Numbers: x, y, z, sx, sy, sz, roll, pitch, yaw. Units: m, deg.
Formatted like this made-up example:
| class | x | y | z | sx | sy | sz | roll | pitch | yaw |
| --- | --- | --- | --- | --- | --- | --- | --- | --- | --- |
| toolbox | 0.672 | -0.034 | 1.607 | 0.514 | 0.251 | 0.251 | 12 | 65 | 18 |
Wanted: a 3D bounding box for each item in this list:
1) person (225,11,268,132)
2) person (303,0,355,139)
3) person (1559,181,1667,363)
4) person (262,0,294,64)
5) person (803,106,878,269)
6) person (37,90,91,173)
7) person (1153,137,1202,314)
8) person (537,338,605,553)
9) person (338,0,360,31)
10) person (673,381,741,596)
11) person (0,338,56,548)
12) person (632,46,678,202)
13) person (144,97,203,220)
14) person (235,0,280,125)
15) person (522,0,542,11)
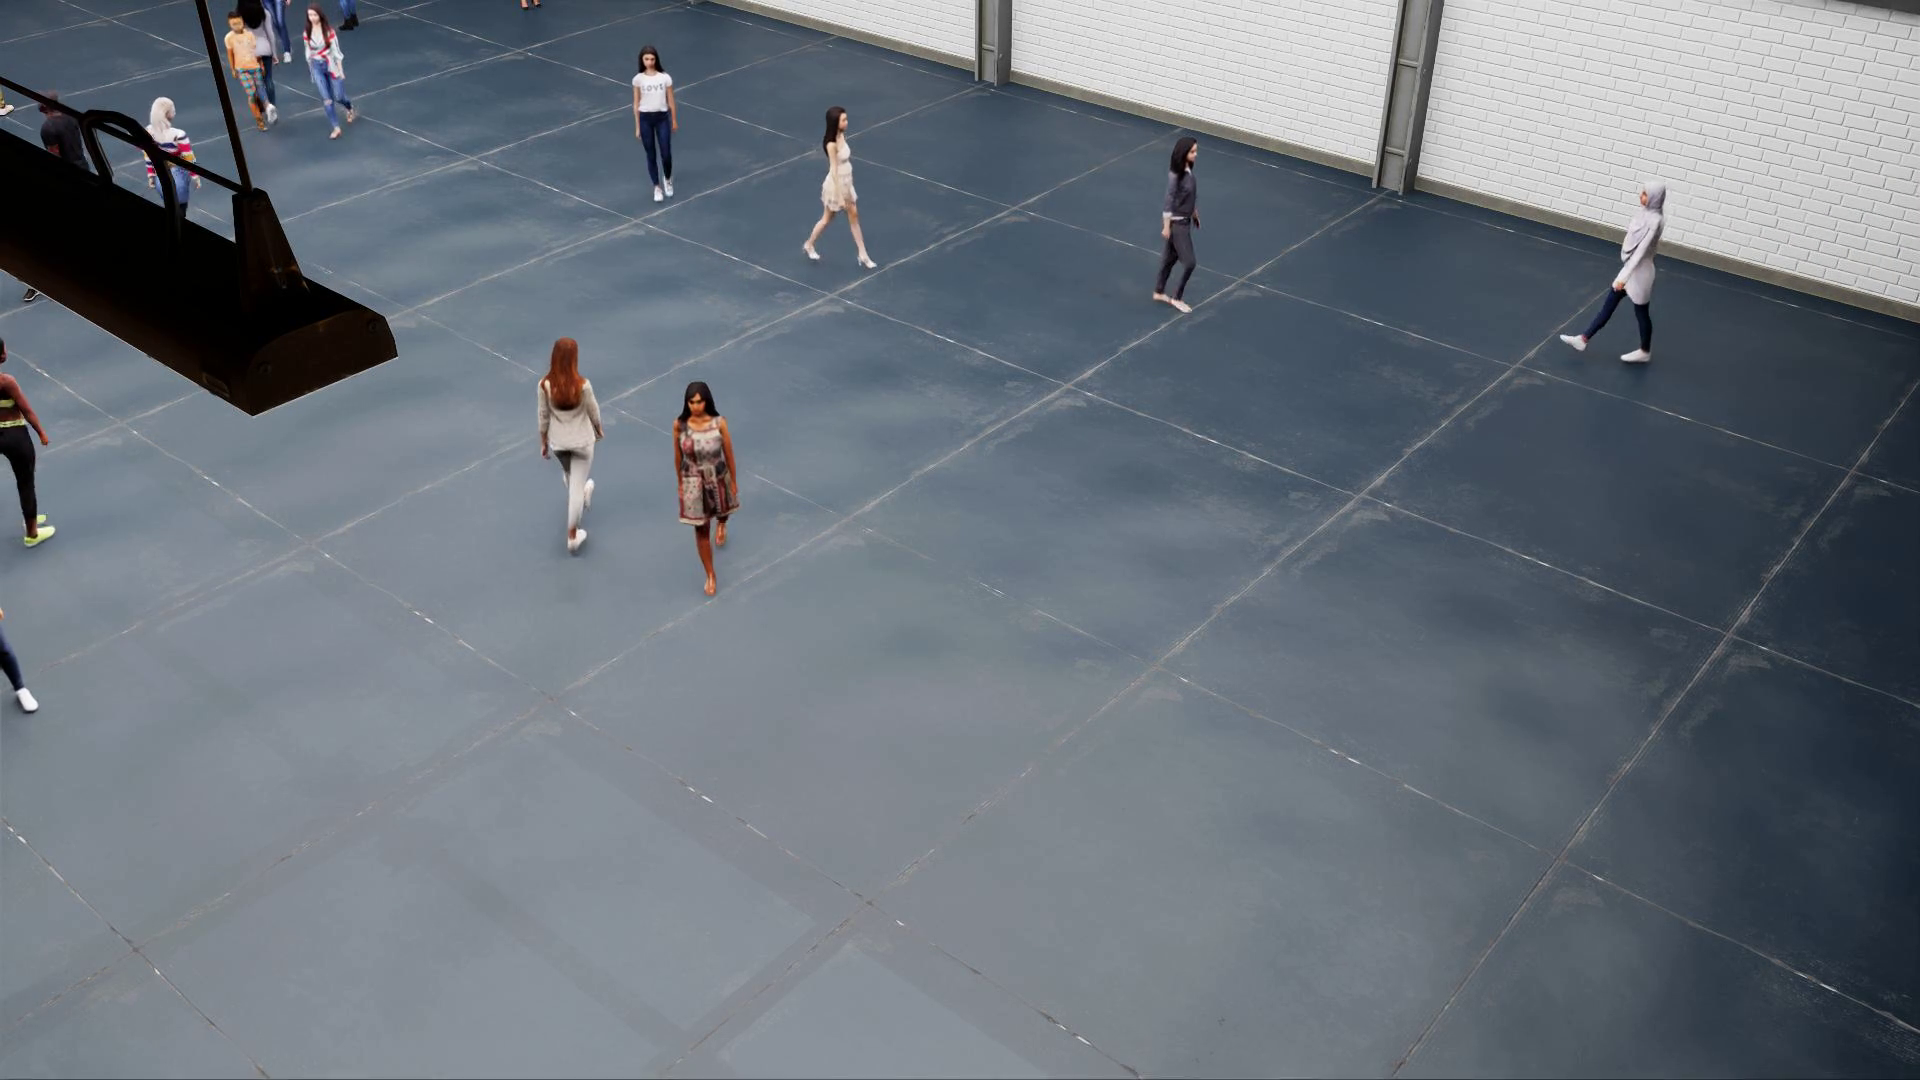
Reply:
| class | x | y | z | sx | sy | sz | roll | pitch | yaw |
| --- | --- | --- | --- | --- | --- | --- | --- | --- | --- |
| person | -8.876 | -5.875 | 20.706 | 0.689 | 1.444 | 0.950 | -23 | 40 | -30 |
| person | -7.752 | -5.783 | 20.425 | 0.870 | 1.601 | 0.909 | 1 | 34 | 1 |
| person | 6.285 | -2.401 | 15.211 | 1.159 | 1.741 | 1.015 | 2 | 34 | 3 |
| person | -9.447 | -7.474 | 22.876 | 0.917 | 1.704 | 0.970 | -2 | 34 | -2 |
| person | -1.342 | -3.578 | 17.025 | 1.127 | 1.693 | 0.871 | 9 | 35 | 14 |
| person | -9.077 | -3.739 | 17.191 | 1.311 | 1.777 | 1.043 | 7 | 34 | 11 |
| person | 2.047 | -3.113 | 16.276 | 0.779 | 1.747 | 0.700 | 13 | 36 | 19 |
| person | -2.975 | -0.675 | 12.686 | 1.090 | 1.661 | 1.060 | 2 | 34 | 3 |
| person | -9.026 | -8.243 | 24.099 | 0.687 | 1.631 | 0.682 | 5 | 34 | 7 |
| person | -1.884 | -0.476 | 12.427 | 1.067 | 1.615 | 1.131 | -3 | 34 | -5 |
| person | -7.279 | -0.698 | 12.651 | 0.666 | 1.738 | 0.743 | 8 | 34 | 12 |
| person | -3.421 | -4.680 | 18.619 | 0.739 | 1.763 | 0.795 | -3 | 34 | -5 |
| person | -8.077 | -3.608 | 17.000 | 0.799 | 1.770 | 0.885 | 3 | 34 | 5 |
| person | -8.684 | -5.999 | 20.646 | 0.821 | 1.716 | 1.072 | -20 | 38 | -27 |
| person | -6.558 | -8.845 | 24.986 | 0.608 | 1.650 | 0.554 | -22 | 39 | -29 |
